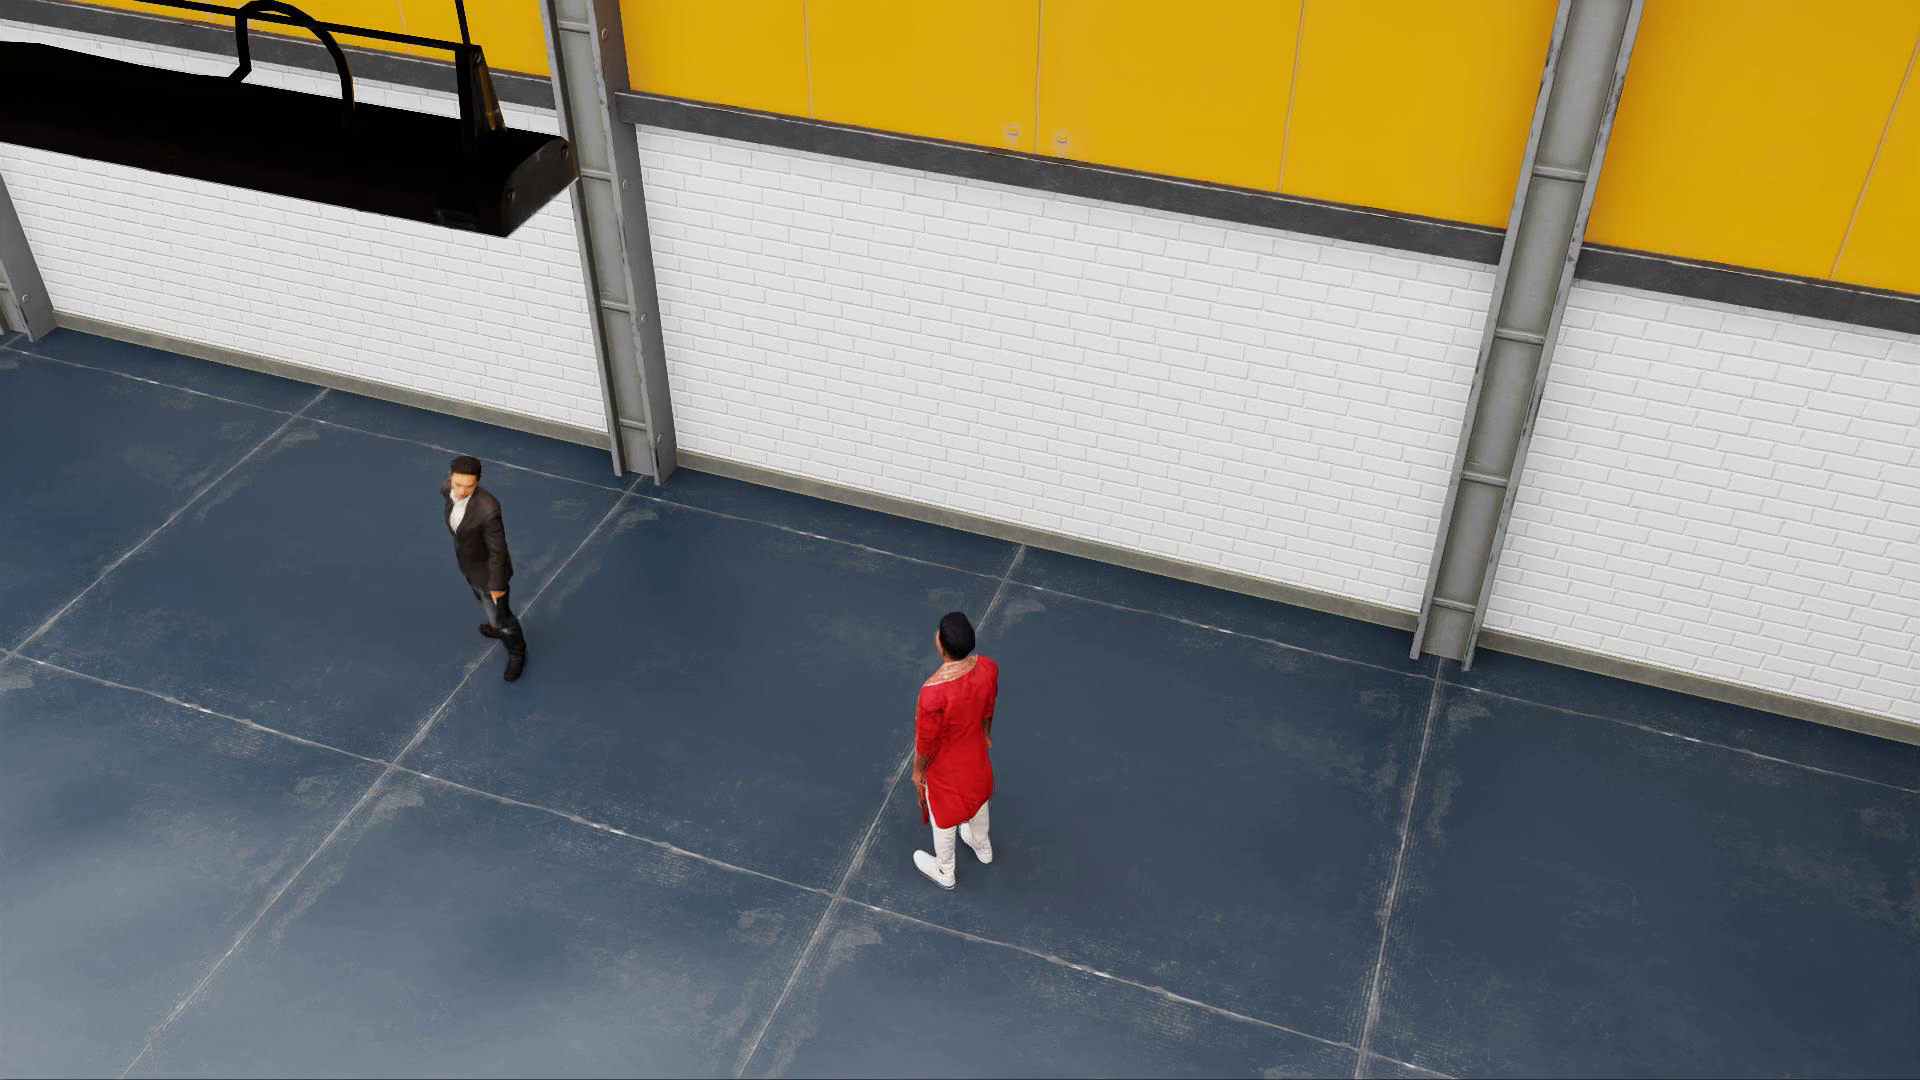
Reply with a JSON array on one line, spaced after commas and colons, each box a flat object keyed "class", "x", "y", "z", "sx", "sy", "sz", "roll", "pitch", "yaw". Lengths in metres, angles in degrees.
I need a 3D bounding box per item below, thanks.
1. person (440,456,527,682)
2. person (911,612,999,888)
[{"class": "person", "x": -3.000, "y": 0.103, "z": 10.518, "sx": 0.975, "sy": 1.776, "sz": 0.757, "roll": -22, "pitch": 44, "yaw": -26}, {"class": "person", "x": -0.008, "y": 1.155, "z": 9.116, "sx": 0.774, "sy": 1.883, "sz": 0.764, "roll": -28, "pitch": 46, "yaw": -30}]
